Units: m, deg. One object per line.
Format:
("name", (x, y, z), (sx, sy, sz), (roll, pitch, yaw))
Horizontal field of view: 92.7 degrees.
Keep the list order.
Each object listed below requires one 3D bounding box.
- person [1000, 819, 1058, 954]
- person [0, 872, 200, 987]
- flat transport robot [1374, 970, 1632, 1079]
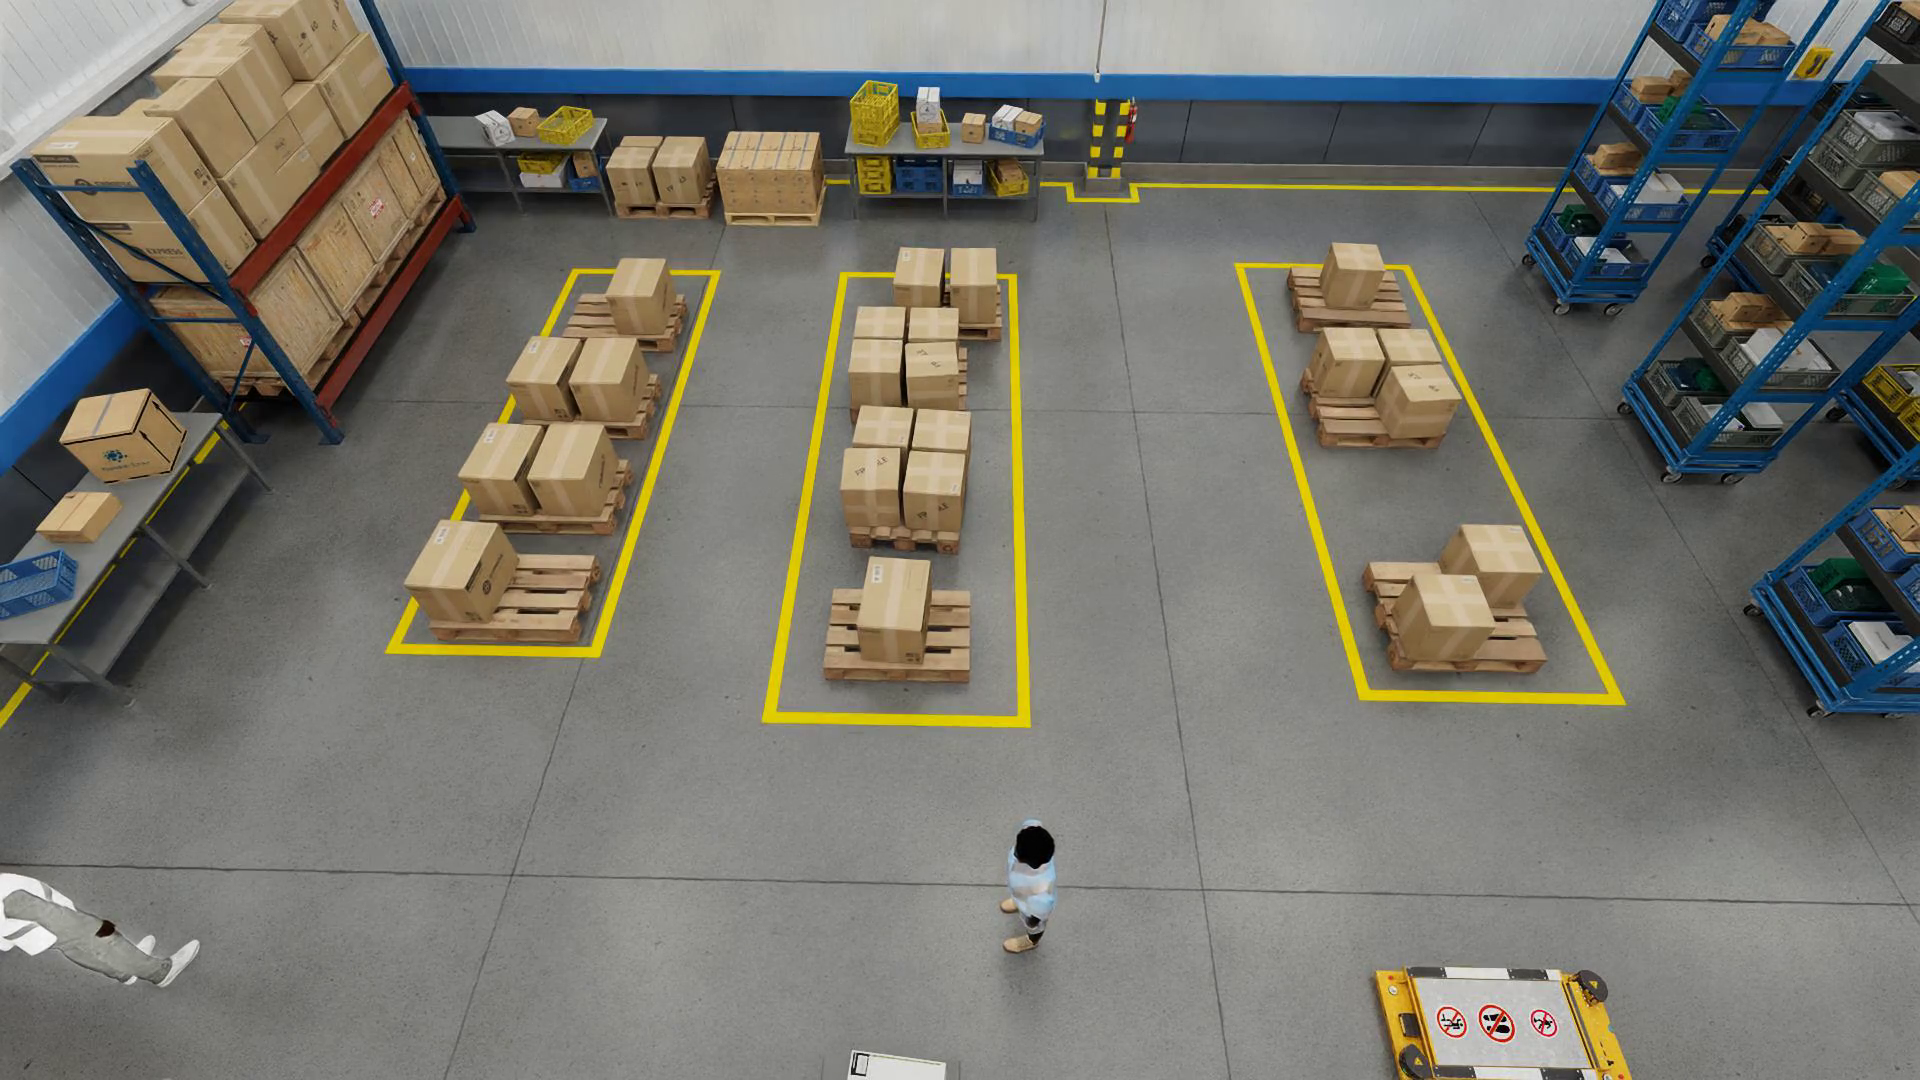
("person", (0.445, 2.190, 5.772), (0.320, 1.694, 0.536), (-4, 51, -3))
("person", (-5.500, 2.314, 5.528), (0.597, 1.915, 0.371), (5, 51, 4))
("flat transport robot", (3.501, 3.133, 5.914), (1.431, 0.197, 0.652), (1, 51, 1))
